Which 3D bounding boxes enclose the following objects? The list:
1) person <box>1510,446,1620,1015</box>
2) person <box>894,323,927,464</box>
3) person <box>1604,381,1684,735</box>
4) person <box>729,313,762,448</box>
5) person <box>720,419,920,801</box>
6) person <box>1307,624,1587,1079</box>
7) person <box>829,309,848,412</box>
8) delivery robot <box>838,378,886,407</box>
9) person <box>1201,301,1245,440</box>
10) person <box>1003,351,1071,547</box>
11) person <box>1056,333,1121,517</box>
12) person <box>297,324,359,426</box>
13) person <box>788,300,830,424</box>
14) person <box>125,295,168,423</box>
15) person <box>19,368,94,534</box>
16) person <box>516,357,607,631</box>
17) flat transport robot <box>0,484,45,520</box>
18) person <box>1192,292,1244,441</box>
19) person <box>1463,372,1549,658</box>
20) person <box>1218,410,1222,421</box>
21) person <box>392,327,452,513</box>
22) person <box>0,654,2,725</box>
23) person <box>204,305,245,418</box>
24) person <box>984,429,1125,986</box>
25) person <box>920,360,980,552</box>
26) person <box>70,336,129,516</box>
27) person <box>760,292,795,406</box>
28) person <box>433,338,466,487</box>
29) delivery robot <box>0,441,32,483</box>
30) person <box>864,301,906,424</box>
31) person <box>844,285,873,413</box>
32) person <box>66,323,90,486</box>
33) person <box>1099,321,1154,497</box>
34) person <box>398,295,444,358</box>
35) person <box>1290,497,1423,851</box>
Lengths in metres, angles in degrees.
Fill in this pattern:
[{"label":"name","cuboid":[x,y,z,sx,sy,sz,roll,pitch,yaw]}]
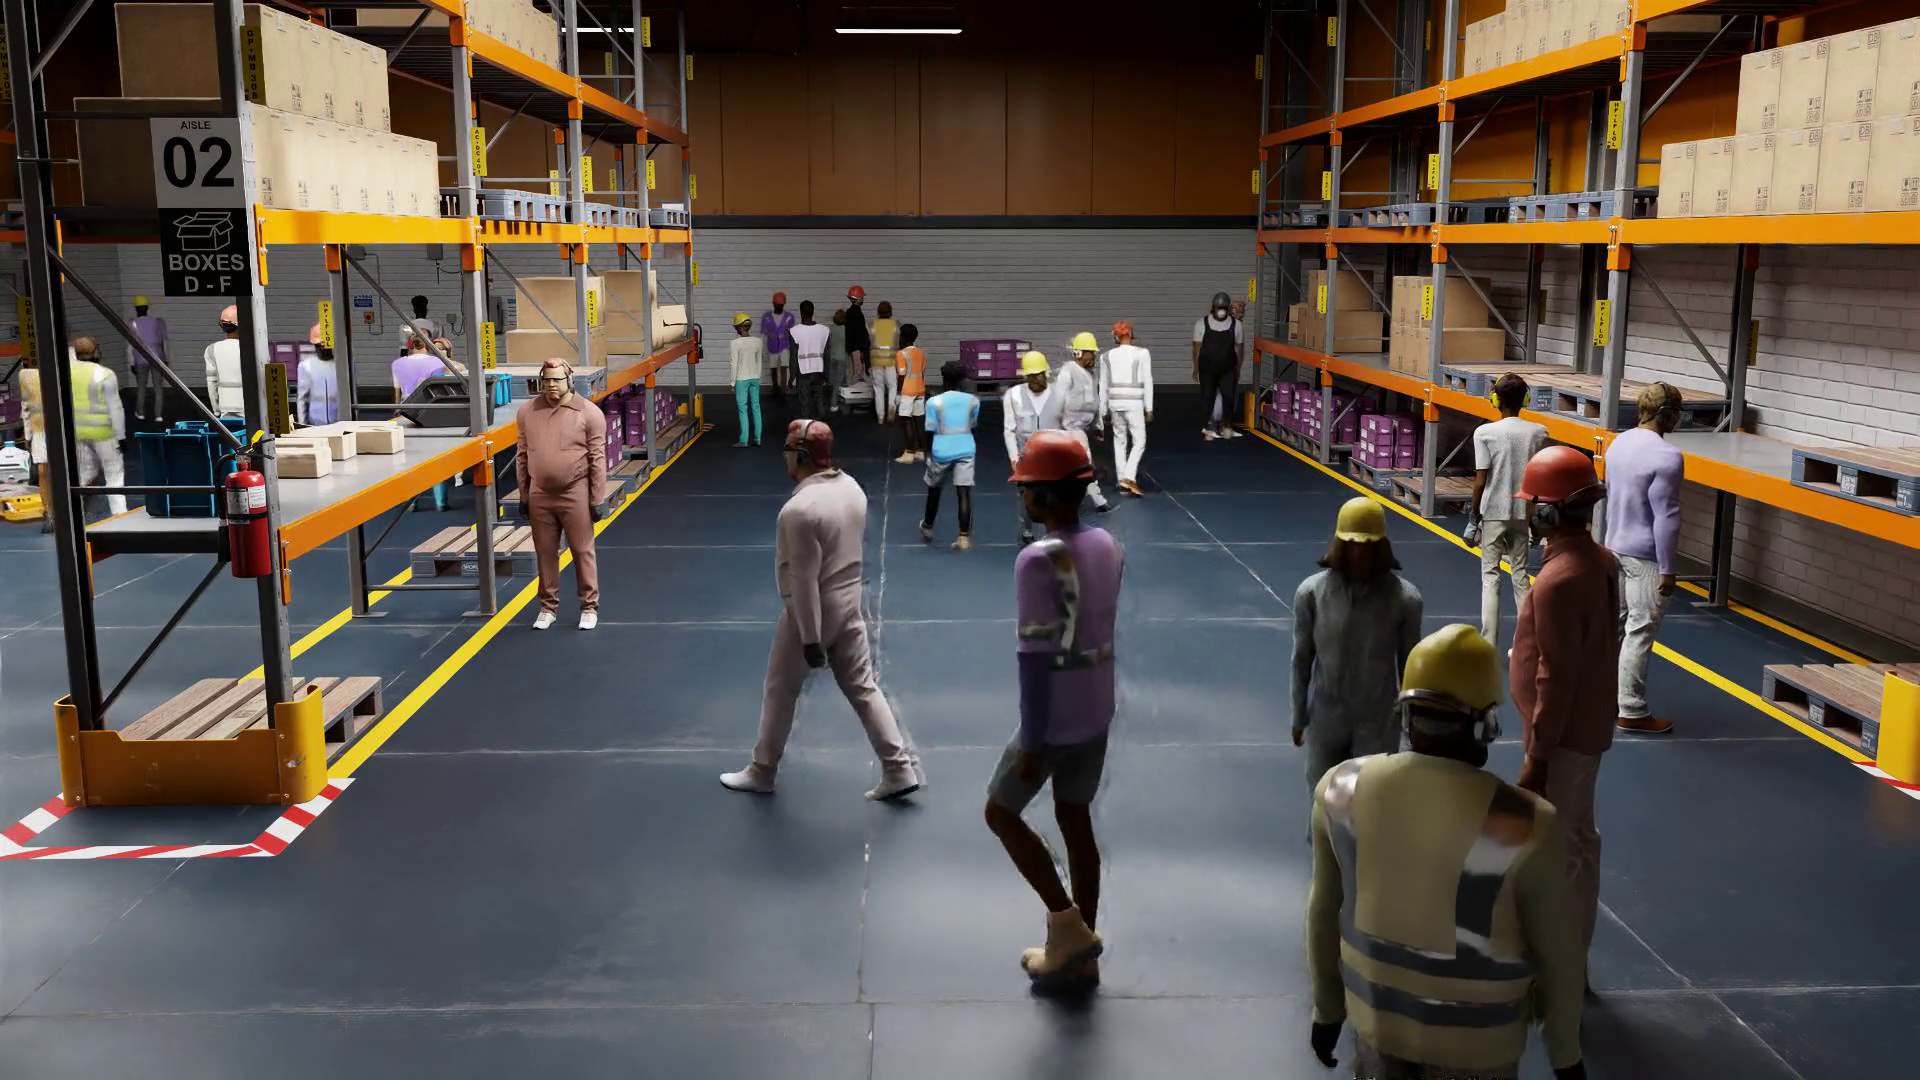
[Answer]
[{"label":"person","cuboid":[2.067,0.666,5.776,0.392,1.991,0.613,7,12,34]},{"label":"person","cuboid":[-0.608,-1.778,20.208,0.317,1.695,0.540,7,12,34]},{"label":"person","cuboid":[3.737,0.095,9.127,0.356,1.931,0.630,-1,10,-7]},{"label":"person","cuboid":[-2.803,-2.075,21.692,0.319,1.763,0.522,9,13,41]},{"label":"person","cuboid":[-0.650,0.347,7.951,1.002,1.862,0.643,6,12,29]},{"label":"person","cuboid":[1.100,1.097,3.833,0.611,1.827,0.404,9,14,41]},{"label":"person","cuboid":[-1.823,-2.853,26.442,0.755,1.605,0.506,-9,14,-42]},{"label":"delivery robot","cuboid":[-1.534,-2.287,25.968,0.707,0.478,0.477,-3,10,-15]},{"label":"person","cuboid":[3.607,-2.320,22.720,0.529,1.885,0.800,4,11,19]},{"label":"person","cuboid":[0.659,-0.732,14.206,0.588,1.777,0.891,0,10,0]},{"label":"person","cuboid":[1.261,-1.122,16.280,0.889,1.788,0.620,6,12,30]},{"label":"person","cuboid":[-6.276,-1.205,16.515,0.566,1.879,1.021,-2,10,-14]},{"label":"person","cuboid":[-1.966,-2.173,21.799,0.597,1.915,0.370,-6,12,-31]},{"label":"person","cuboid":[-12.161,-2.709,24.880,0.595,1.884,0.857,-7,12,-33]},{"label":"person","cuboid":[-8.451,-1.042,15.564,0.565,1.903,0.816,-2,10,-9]},{"label":"person","cuboid":[-2.759,-0.311,11.492,0.635,1.900,0.401,2,10,9]},{"label":"flat transport robot","cuboid":[-9.402,-0.392,16.461,1.431,0.197,0.652,6,12,32]},{"label":"person","cuboid":[3.461,-2.340,22.382,0.689,2.000,0.540,1,10,7]},{"label":"person","cuboid":[3.449,-0.124,10.531,0.535,1.865,0.310,-2,10,-9]},{"label":"person","cuboid":[3.827,-2.546,24.696,0.495,1.618,0.632,2,10,12]},{"label":"person","cuboid":[-5.322,-1.180,16.495,0.563,1.836,0.388,-1,10,-4]},{"label":"person","cuboid":[-3.961,0.617,6.211,0.677,1.934,0.405,-6,12,-30]},{"label":"person","cuboid":[-7.264,-1.338,16.793,0.605,2.044,0.375,1,10,8]},{"label":"person","cuboid":[0.341,0.617,5.944,0.444,2.024,0.648,7,12,35]},{"label":"person","cuboid":[-0.097,-0.753,14.628,0.534,1.641,0.884,-3,11,-19]},{"label":"person","cuboid":[-8.068,-0.974,15.428,0.680,1.817,0.736,3,11,16]},{"label":"person","cuboid":[-3.026,-3.197,27.662,0.589,1.878,1.032,0,10,-1]},{"label":"person","cuboid":[-5.648,-1.397,18.239,0.513,1.642,0.313,0,10,-1]},{"label":"delivery robot","cuboid":[-10.119,-0.811,17.744,0.477,0.478,0.707,-5,11,-26]},{"label":"person","cuboid":[-1.098,-2.583,24.352,0.633,1.827,0.596,0,10,-1]},{"label":"person","cuboid":[-1.620,-2.987,26.104,0.370,1.996,0.622,-5,11,-24]},{"label":"person","cuboid":[-9.330,-1.358,17.381,0.477,1.867,0.617,7,12,33]},{"label":"person","cuboid":[1.721,-1.377,17.566,0.643,1.847,0.634,5,11,26]},{"label":"person","cuboid":[-7.267,-2.329,22.530,0.612,1.962,0.363,-4,11,-23]},{"label":"person","cuboid":[1.553,0.671,6.522,0.506,1.749,0.506,3,11,16]}]
